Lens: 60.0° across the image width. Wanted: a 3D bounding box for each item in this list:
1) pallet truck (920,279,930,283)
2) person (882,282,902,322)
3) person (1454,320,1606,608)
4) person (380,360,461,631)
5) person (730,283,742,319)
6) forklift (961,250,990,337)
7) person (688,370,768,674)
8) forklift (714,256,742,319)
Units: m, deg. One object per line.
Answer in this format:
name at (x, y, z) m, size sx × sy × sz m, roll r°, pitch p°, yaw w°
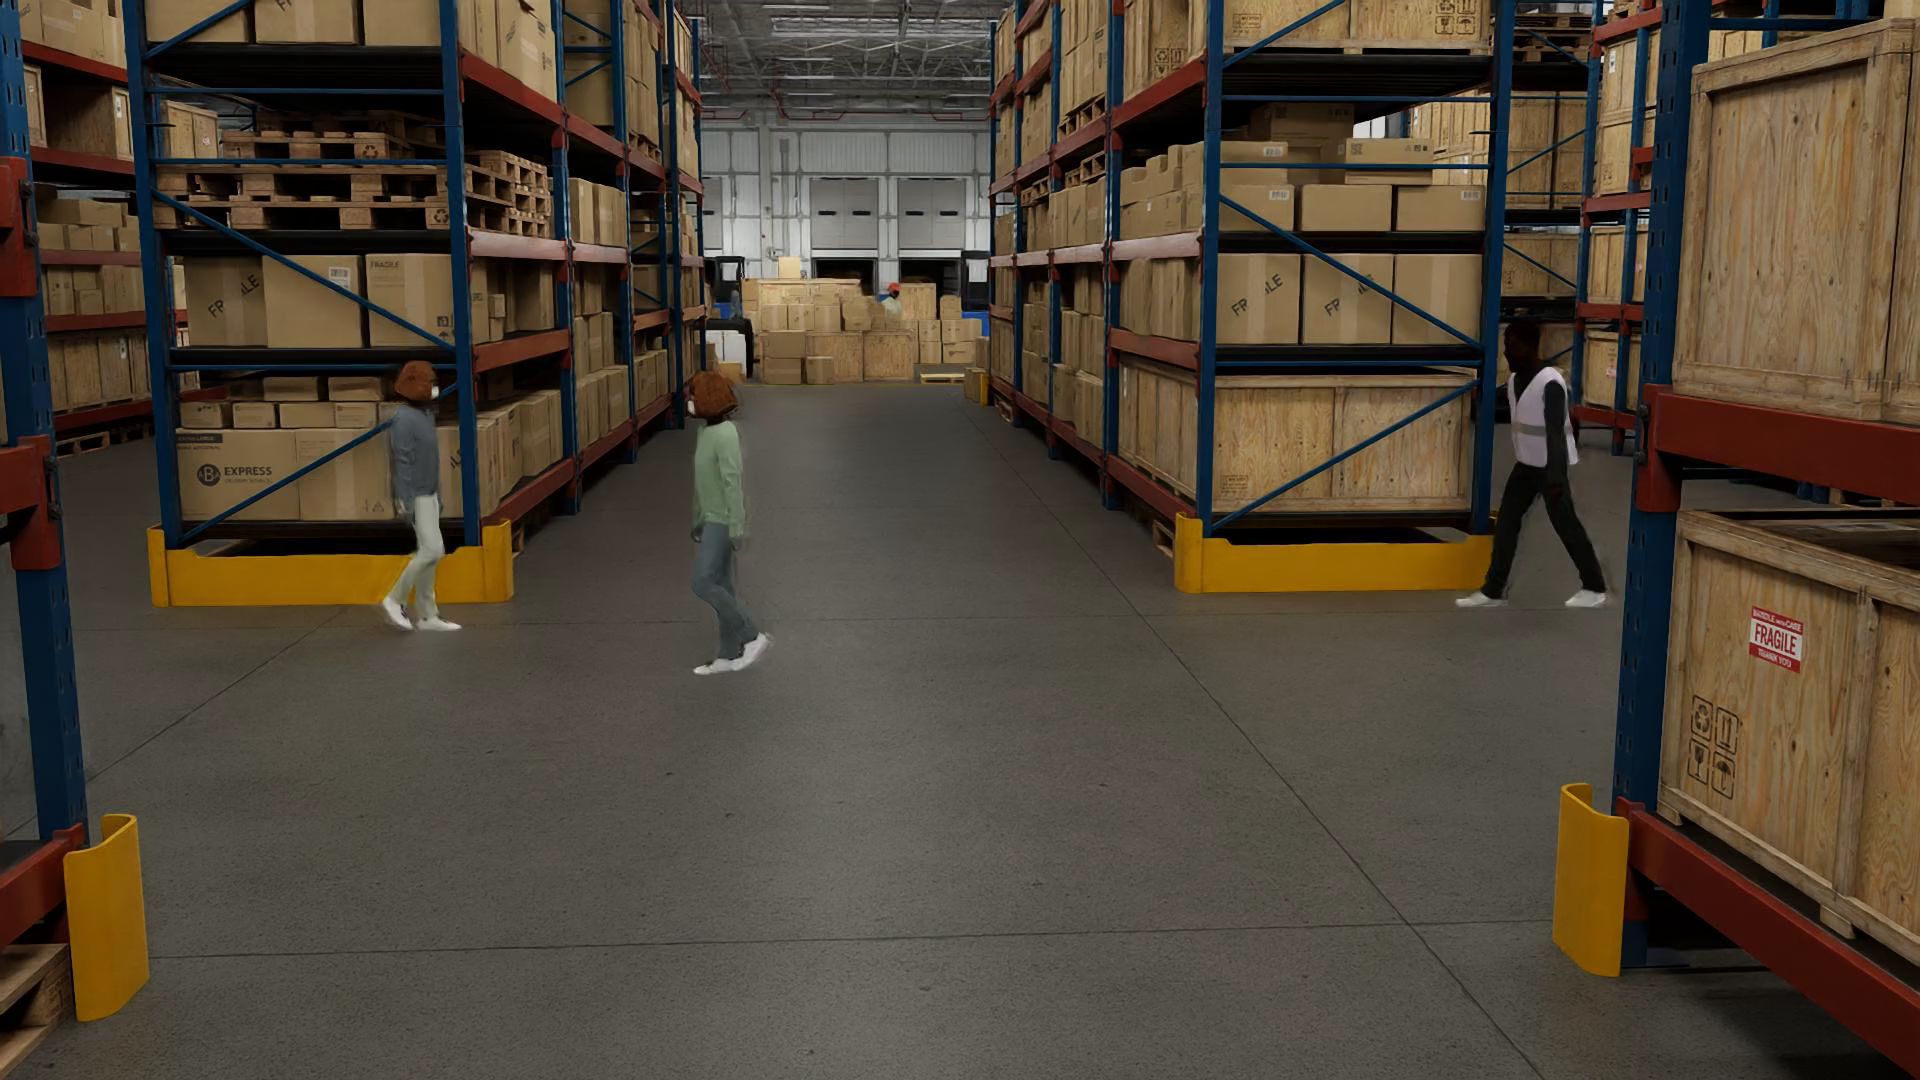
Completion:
pallet truck at (-0.932, -8.922, 63.114) m, size 1.885 × 1.965 × 0.823 m, roll 2°, pitch 9°, yaw 13°
person at (-1.514, -4.545, 35.697) m, size 0.625 × 1.973 × 0.630 m, roll 6°, pitch 11°, yaw 32°
person at (3.704, -0.468, 10.535) m, size 0.971 × 1.850 × 0.631 m, roll -2°, pitch 9°, yaw -10°
person at (-3.162, -0.246, 9.784) m, size 0.361 × 1.621 × 0.517 m, roll 0°, pitch 9°, yaw 0°
person at (-7.263, -7.401, 53.959) m, size 0.984 × 1.889 × 0.650 m, roll -4°, pitch 10°, yaw -25°
forklift at (0.518, -6.911, 47.725) m, size 1.129 × 2.768 × 1.873 m, roll 2°, pitch 9°, yaw 10°
person at (-1.289, -0.078, 8.749) m, size 0.353 × 1.622 × 0.510 m, roll -3°, pitch 10°, yaw -19°
forklift at (-8.560, -9.153, 61.804) m, size 1.129 × 2.768 × 1.873 m, roll -1°, pitch 9°, yaw -4°
